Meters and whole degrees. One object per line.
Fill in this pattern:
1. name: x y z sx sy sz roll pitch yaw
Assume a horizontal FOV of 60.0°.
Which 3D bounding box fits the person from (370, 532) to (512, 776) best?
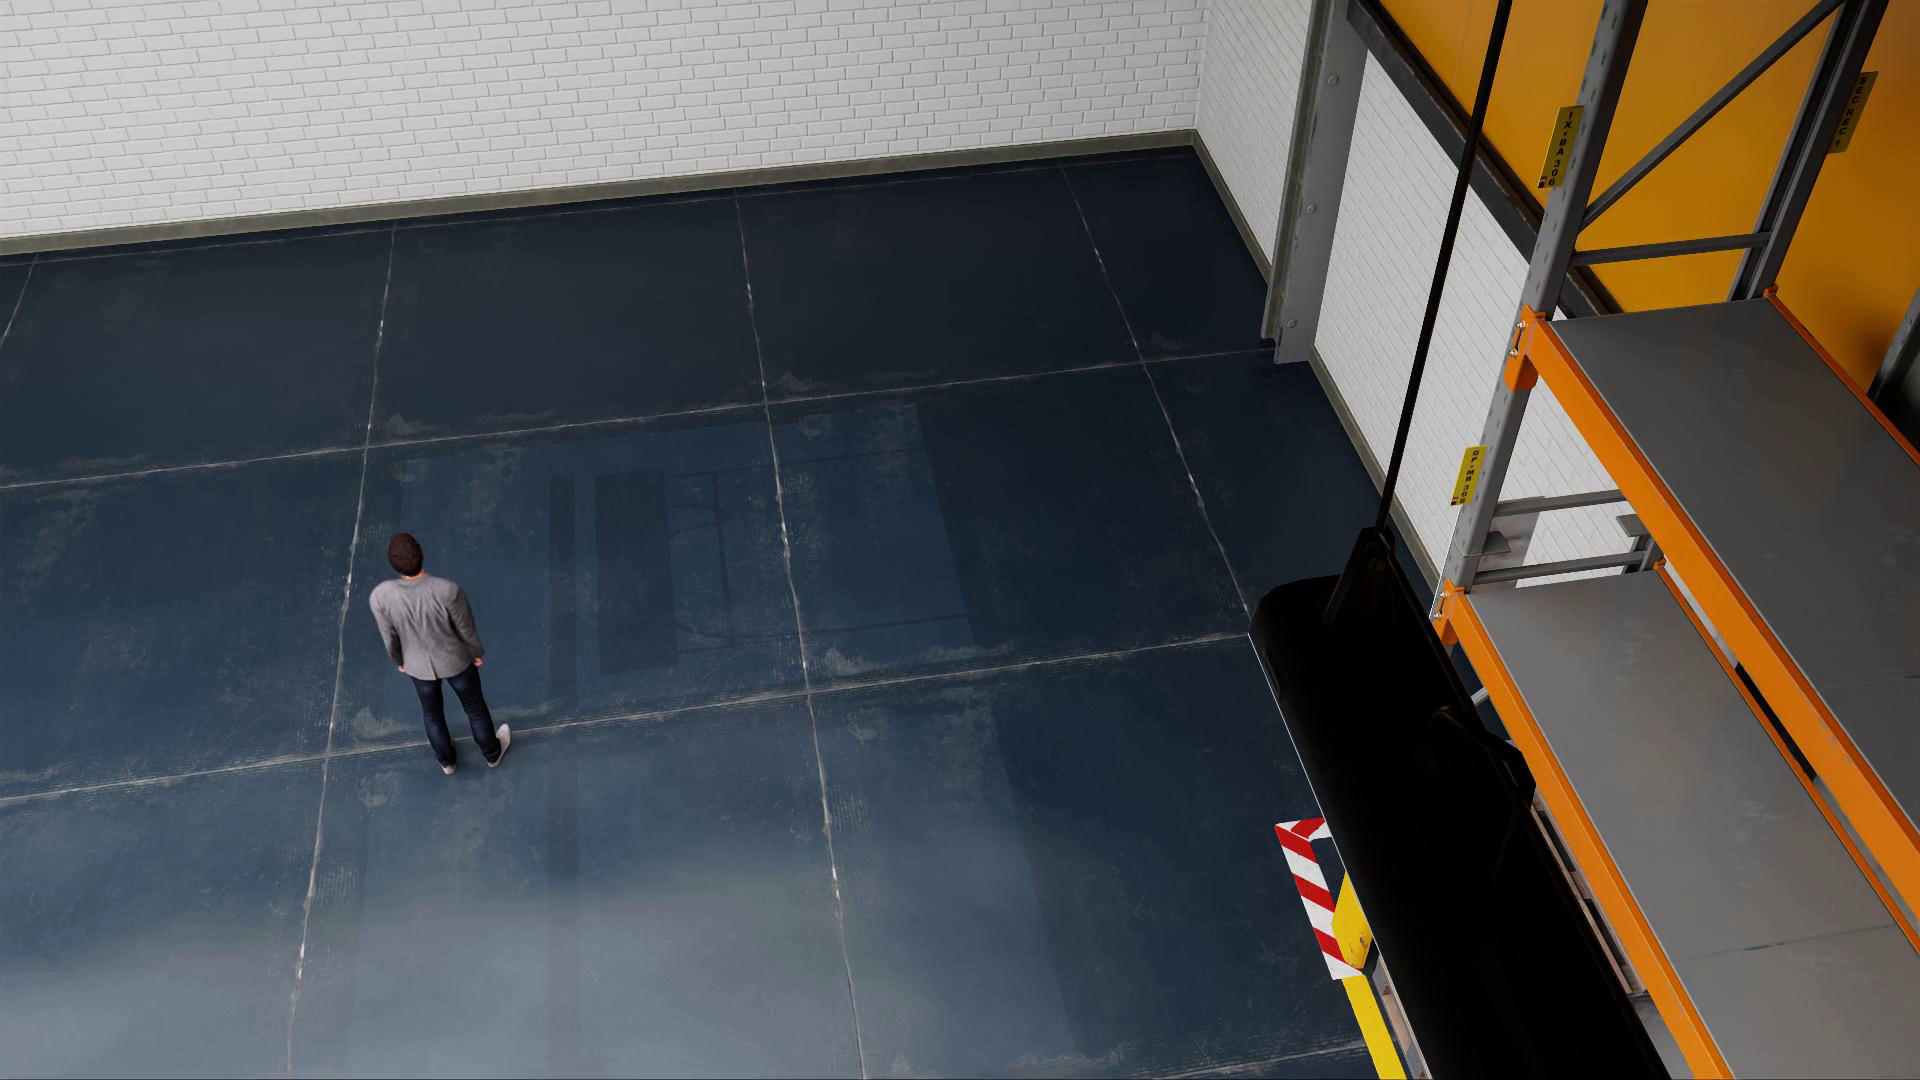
1. person: -3.031 0.677 9.666 0.682 1.875 0.587 -5 44 -6
